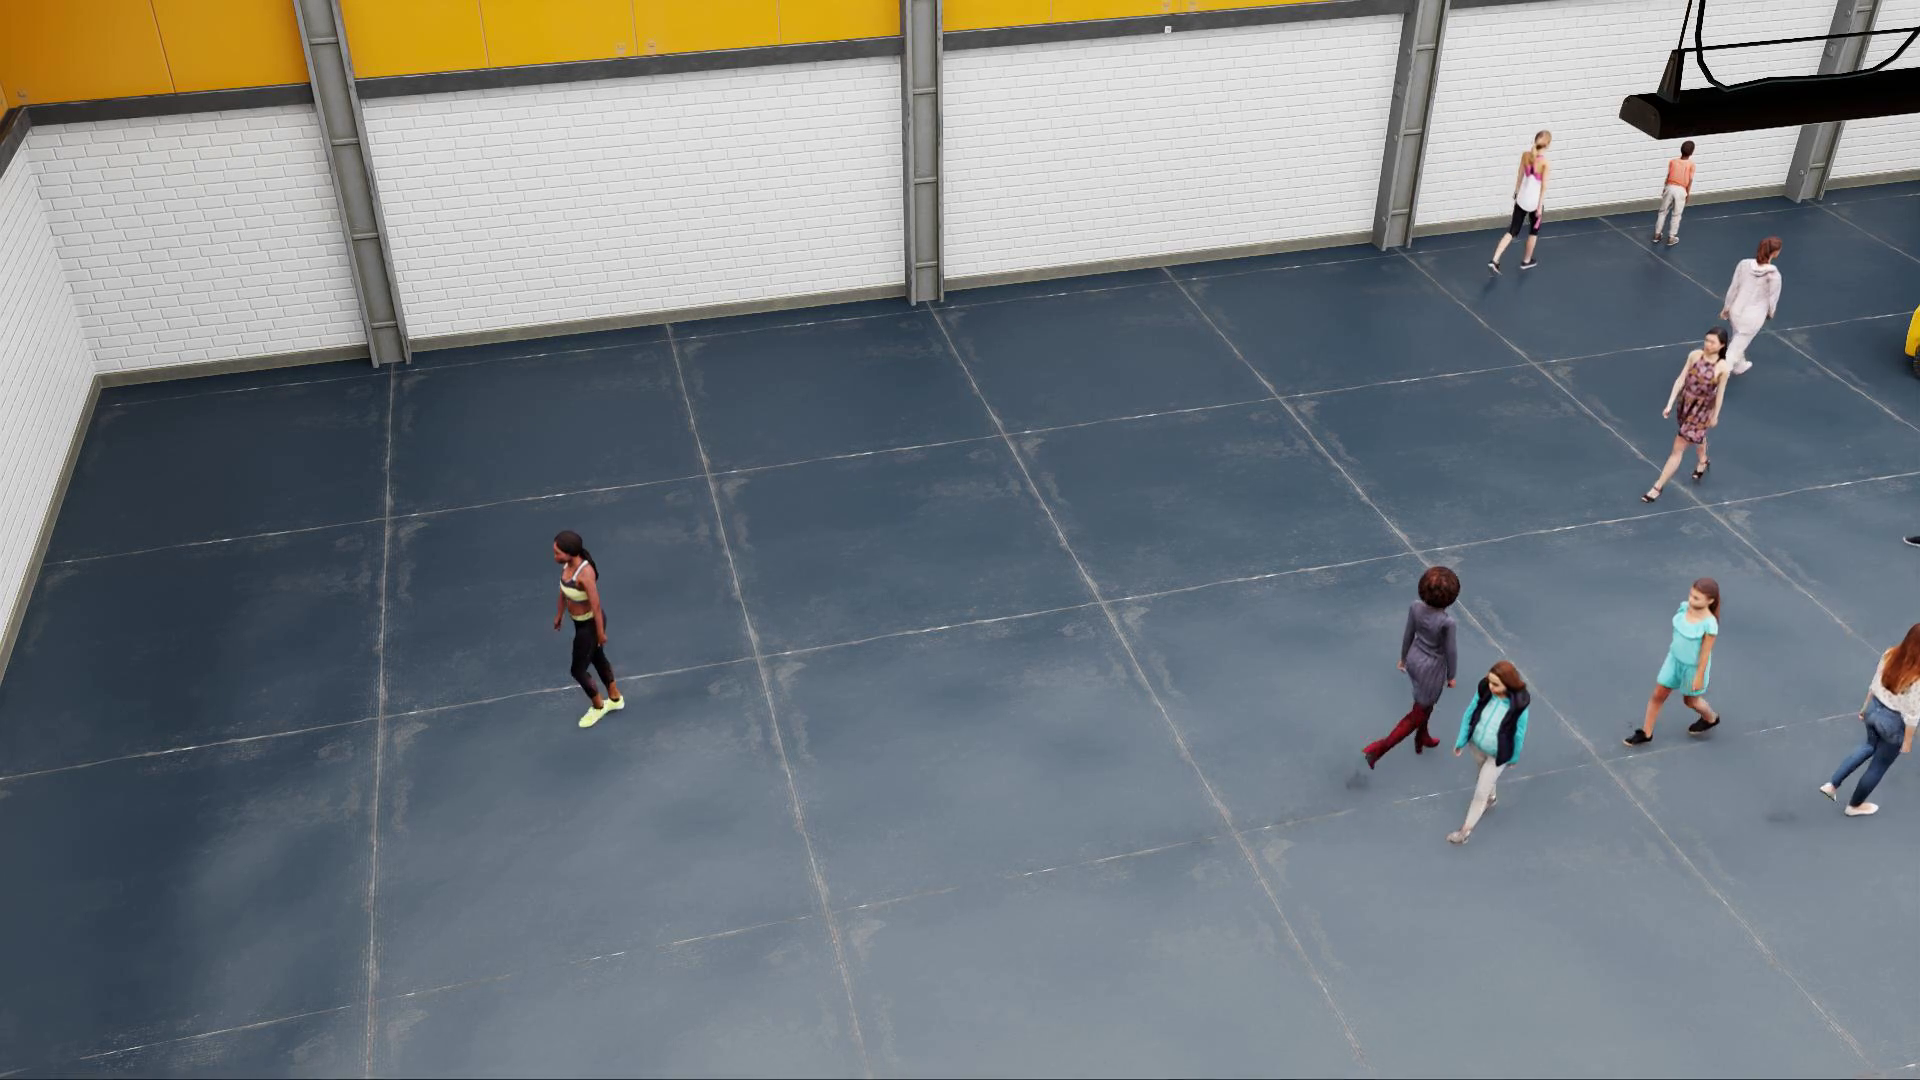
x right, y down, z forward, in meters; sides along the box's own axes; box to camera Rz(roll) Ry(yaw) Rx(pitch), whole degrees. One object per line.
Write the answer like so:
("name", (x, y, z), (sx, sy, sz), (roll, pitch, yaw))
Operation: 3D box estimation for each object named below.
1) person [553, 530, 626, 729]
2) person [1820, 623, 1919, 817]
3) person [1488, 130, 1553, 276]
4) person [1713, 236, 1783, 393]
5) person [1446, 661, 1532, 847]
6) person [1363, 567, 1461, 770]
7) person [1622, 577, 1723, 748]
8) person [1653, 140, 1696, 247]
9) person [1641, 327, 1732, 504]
("person", (-2.751, 0.620, 12.710), (0.705, 1.737, 0.633), (-17, 37, -24))
("person", (6.465, 1.286, 11.724), (0.715, 1.719, 0.598), (-7, 34, -10))
("person", (6.607, -3.921, 19.527), (1.192, 1.754, 0.884), (-22, 39, -29))
("person", (8.074, -2.286, 17.170), (1.107, 1.640, 0.800), (-18, 38, -25))
("person", (3.789, 1.426, 11.756), (1.031, 1.451, 0.809), (-26, 42, -33))
("person", (3.350, 0.995, 12.194), (1.123, 1.684, 0.776), (-16, 37, -23))
("person", (5.515, 0.918, 12.453), (1.023, 1.526, 0.566), (-9, 35, -13))
("person", (8.815, -4.286, 20.478), (0.551, 1.308, 0.597), (24, 40, 31))
("person", (6.864, -1.190, 15.452), (1.286, 1.716, 0.874), (-20, 39, -28))
